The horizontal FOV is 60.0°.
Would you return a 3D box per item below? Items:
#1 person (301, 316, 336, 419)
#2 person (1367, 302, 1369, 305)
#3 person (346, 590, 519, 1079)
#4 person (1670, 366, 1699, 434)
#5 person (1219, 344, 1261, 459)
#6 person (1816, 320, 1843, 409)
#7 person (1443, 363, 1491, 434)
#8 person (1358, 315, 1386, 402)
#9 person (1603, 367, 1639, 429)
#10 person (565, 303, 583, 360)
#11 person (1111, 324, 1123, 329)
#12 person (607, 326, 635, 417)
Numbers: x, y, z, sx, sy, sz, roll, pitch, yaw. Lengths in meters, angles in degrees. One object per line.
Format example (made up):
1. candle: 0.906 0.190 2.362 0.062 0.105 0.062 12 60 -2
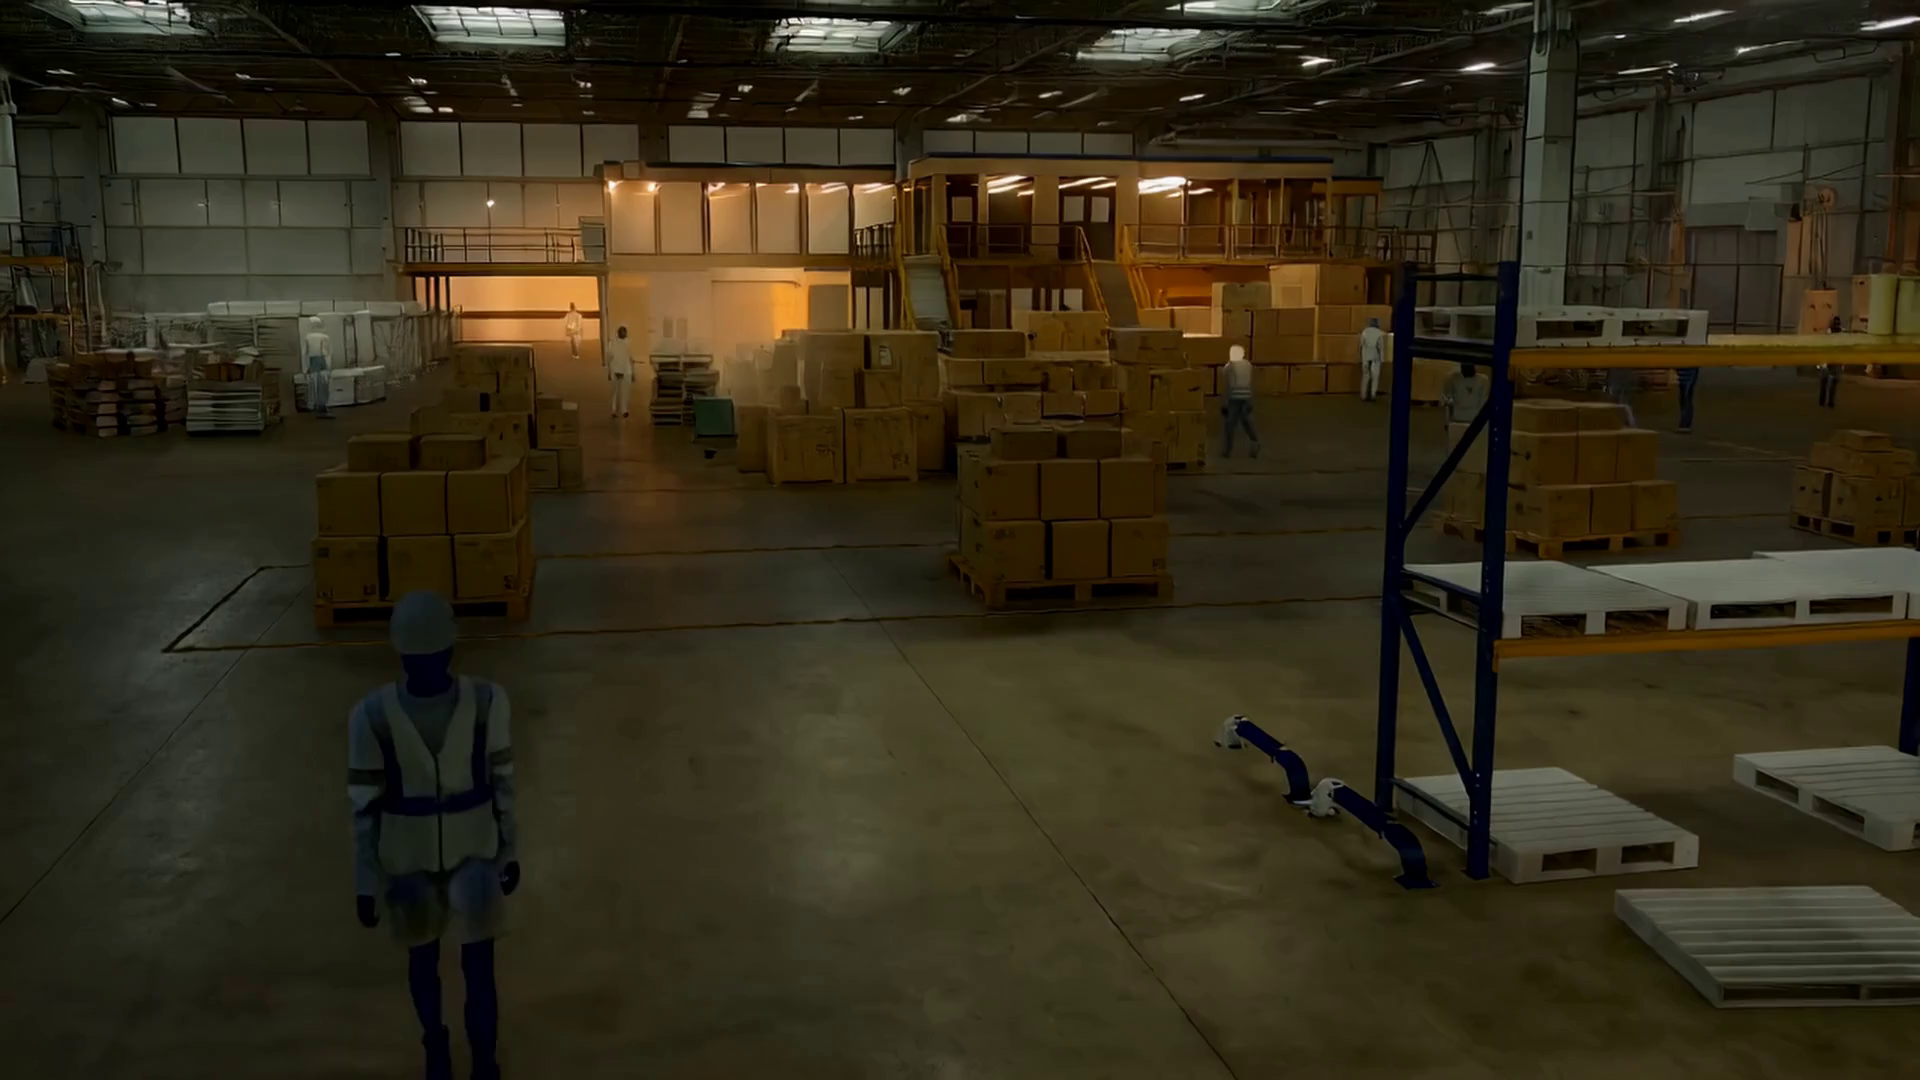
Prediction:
1. person: -12.692 -3.403 32.910 0.605 2.045 0.385 2 10 12
2. person: 12.682 -6.399 51.321 0.613 1.994 0.381 -9 13 -42
3. person: -1.806 1.122 5.751 0.569 1.900 0.854 -3 10 -19
4. person: 13.120 -2.884 30.041 0.391 1.948 0.605 2 10 11
5. person: 4.374 -2.151 25.979 0.632 1.824 0.721 -5 11 -29
6. person: 18.635 -3.775 35.633 0.555 1.904 0.956 3 10 19
7. person: 6.858 -1.616 22.410 0.613 1.907 0.650 1 9 6
8. person: 9.242 -4.071 37.311 0.633 1.939 0.368 8 12 41
9. person: 11.629 -2.732 29.315 0.596 1.889 0.980 -4 10 -21
10. person: -12.656 -6.832 54.507 0.577 1.820 1.028 -3 10 -15
11. person: 3.014 -3.098 31.379 0.626 1.945 1.048 -8 12 -39
12. person: -6.762 -3.338 33.129 0.554 1.848 0.662 1 9 4
